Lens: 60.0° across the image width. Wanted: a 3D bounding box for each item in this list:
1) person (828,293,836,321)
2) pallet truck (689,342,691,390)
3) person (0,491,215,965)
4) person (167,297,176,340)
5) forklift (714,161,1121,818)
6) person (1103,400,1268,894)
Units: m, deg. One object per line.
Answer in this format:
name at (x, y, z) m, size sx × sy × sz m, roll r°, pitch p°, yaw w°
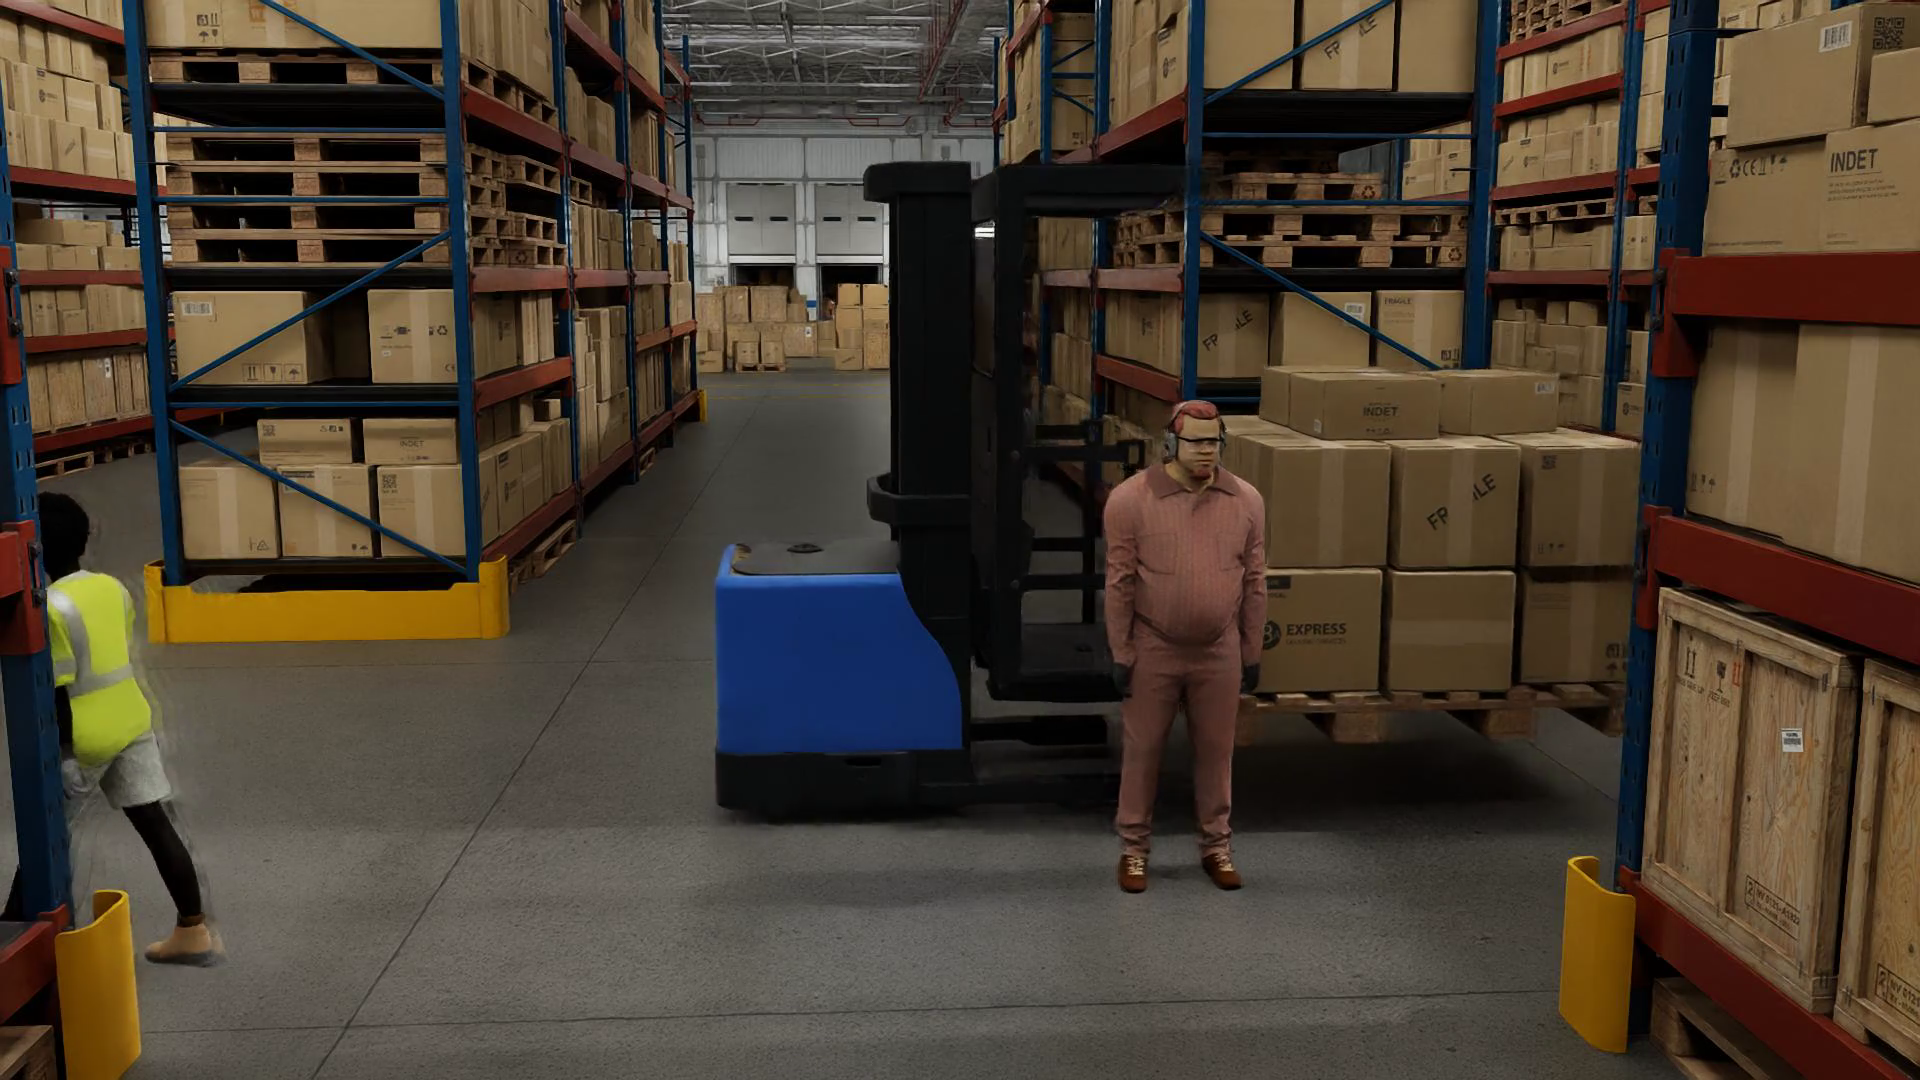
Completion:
person at (-4.728, -8.503, 62.950) m, size 0.667 × 1.673 × 0.558 m, roll 0°, pitch 9°, yaw 1°
pallet truck at (-5.225, -3.008, 27.480) m, size 1.885 × 1.965 × 0.823 m, roll 2°, pitch 9°, yaw 14°
person at (-2.981, 0.652, 5.579) m, size 0.908 × 1.636 × 0.553 m, roll 1°, pitch 9°, yaw 5°
person at (-28.814, -8.184, 60.344) m, size 0.986 × 1.886 × 0.563 m, roll 4°, pitch 10°, yaw 23°
forklift at (-0.164, -0.266, 7.498) m, size 1.873 × 2.768 × 1.129 m, roll -1°, pitch 9°, yaw -5°
person at (0.865, 0.413, 6.336) m, size 0.650 × 1.899 × 0.398 m, roll -1°, pitch 9°, yaw -7°
